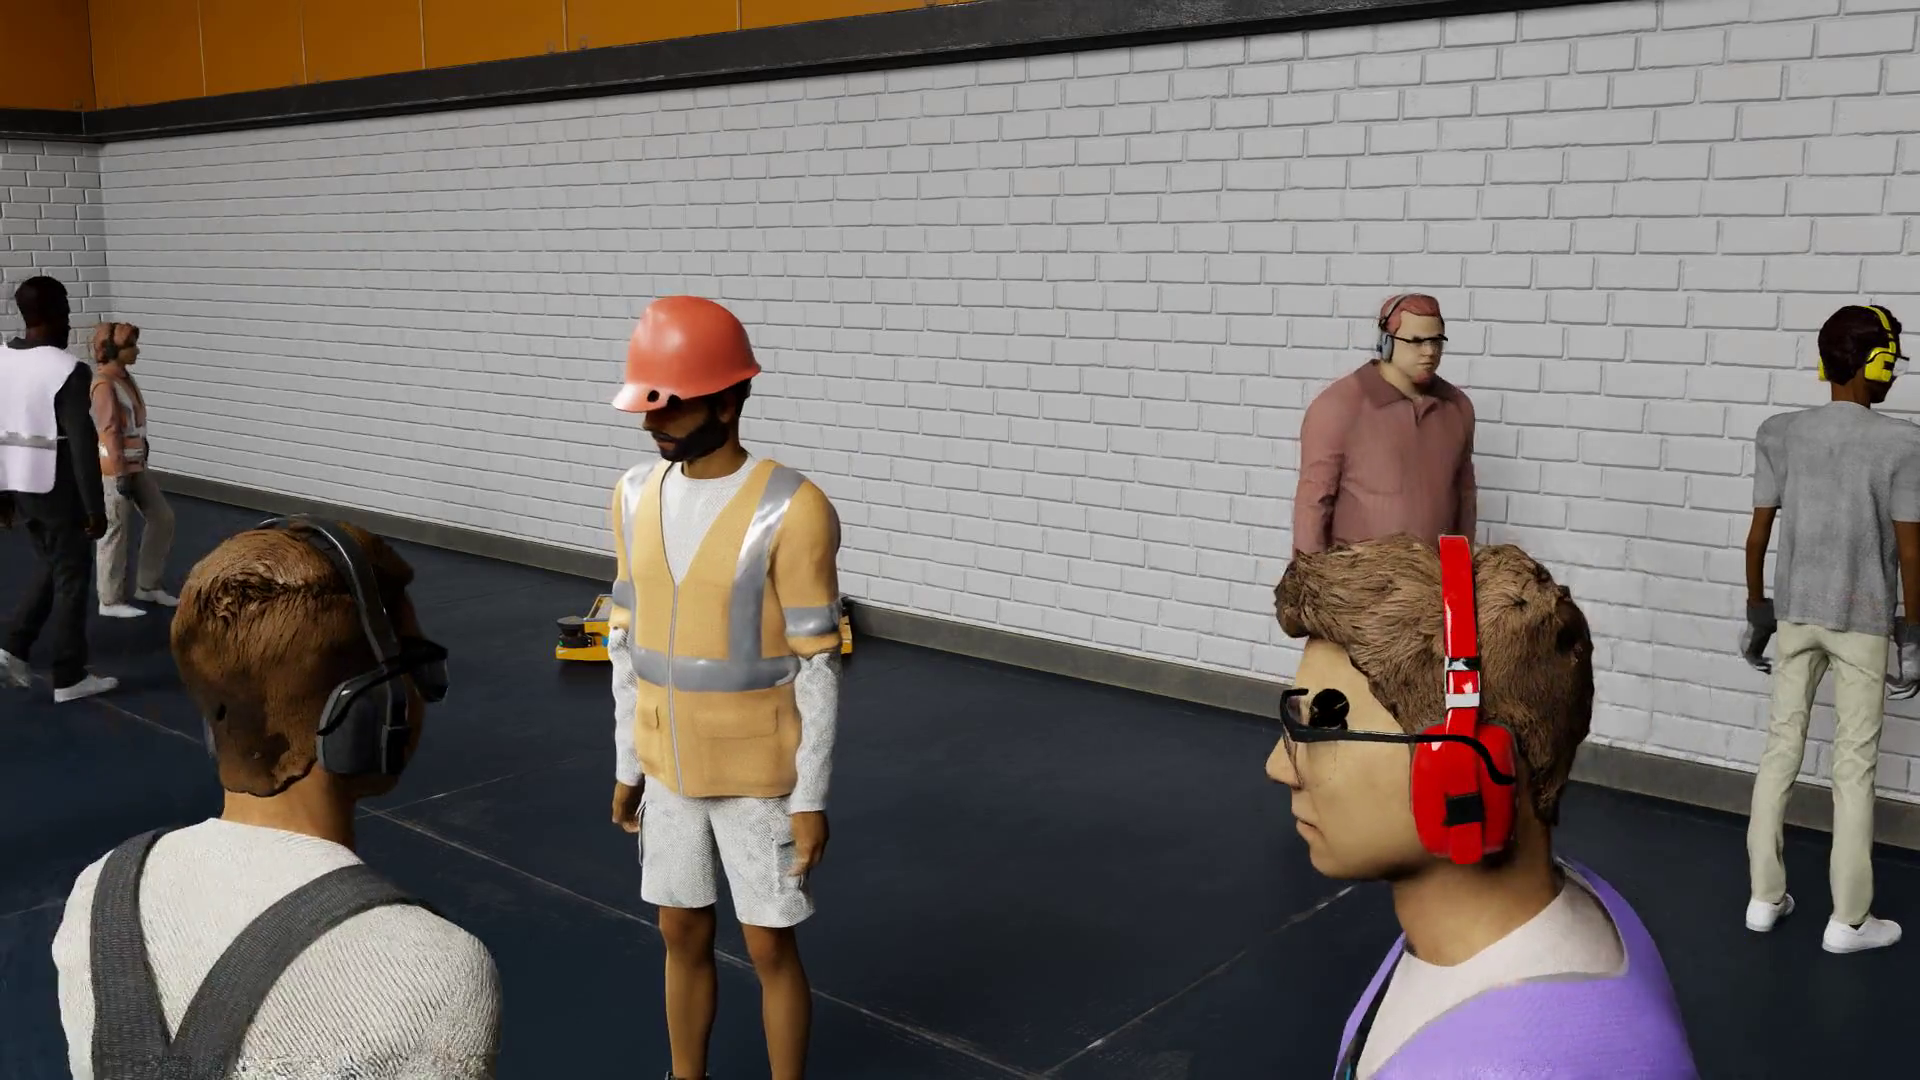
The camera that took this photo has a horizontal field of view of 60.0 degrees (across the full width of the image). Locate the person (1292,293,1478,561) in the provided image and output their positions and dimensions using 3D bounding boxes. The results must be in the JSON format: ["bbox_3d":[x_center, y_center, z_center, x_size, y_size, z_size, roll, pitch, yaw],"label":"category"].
[{"bbox_3d":[1.412,0.101,5.659,0.685,1.883,0.558,-4,11,-20],"label":"person"}]

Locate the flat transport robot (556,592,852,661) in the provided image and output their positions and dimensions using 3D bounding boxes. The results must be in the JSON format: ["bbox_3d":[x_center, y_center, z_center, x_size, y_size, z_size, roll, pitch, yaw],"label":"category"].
[{"bbox_3d":[-1.274,0.424,8.405,1.431,0.197,0.652,-1,10,-6],"label":"flat transport robot"}]

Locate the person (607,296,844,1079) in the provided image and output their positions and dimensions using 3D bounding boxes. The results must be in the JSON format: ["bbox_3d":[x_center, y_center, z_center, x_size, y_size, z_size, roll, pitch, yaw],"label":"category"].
[{"bbox_3d":[-0.508,0.469,3.431,0.546,1.928,0.385,5,11,28],"label":"person"}]

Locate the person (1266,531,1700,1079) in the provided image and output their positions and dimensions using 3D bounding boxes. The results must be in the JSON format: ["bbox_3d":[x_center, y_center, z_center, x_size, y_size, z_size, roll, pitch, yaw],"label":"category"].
[{"bbox_3d":[0.487,0.899,1.313,0.671,1.826,0.569,3,10,15],"label":"person"}]

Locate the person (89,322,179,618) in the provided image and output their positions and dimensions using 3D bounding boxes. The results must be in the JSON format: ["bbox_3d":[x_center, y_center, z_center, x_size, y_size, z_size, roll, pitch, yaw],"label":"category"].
[{"bbox_3d":[-4.511,-0.373,9.091,0.540,1.619,0.551,-2,10,-12],"label":"person"}]

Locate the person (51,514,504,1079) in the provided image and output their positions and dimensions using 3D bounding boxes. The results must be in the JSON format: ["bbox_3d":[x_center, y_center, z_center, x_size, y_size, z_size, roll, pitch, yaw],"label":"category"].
[{"bbox_3d":[-0.619,0.873,1.544,0.509,1.797,0.995,4,11,20],"label":"person"}]

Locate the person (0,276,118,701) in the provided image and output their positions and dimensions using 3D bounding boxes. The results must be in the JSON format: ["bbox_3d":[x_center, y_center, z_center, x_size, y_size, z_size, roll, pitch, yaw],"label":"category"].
[{"bbox_3d":[-4.041,-0.211,7.375,0.622,1.899,0.462,4,11,22],"label":"person"}]

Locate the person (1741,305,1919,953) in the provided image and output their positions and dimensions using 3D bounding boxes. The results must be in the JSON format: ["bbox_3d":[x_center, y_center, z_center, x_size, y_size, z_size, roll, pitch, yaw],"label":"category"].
[{"bbox_3d":[2.531,0.258,4.822,0.330,1.865,0.518,-8,13,-38],"label":"person"}]
